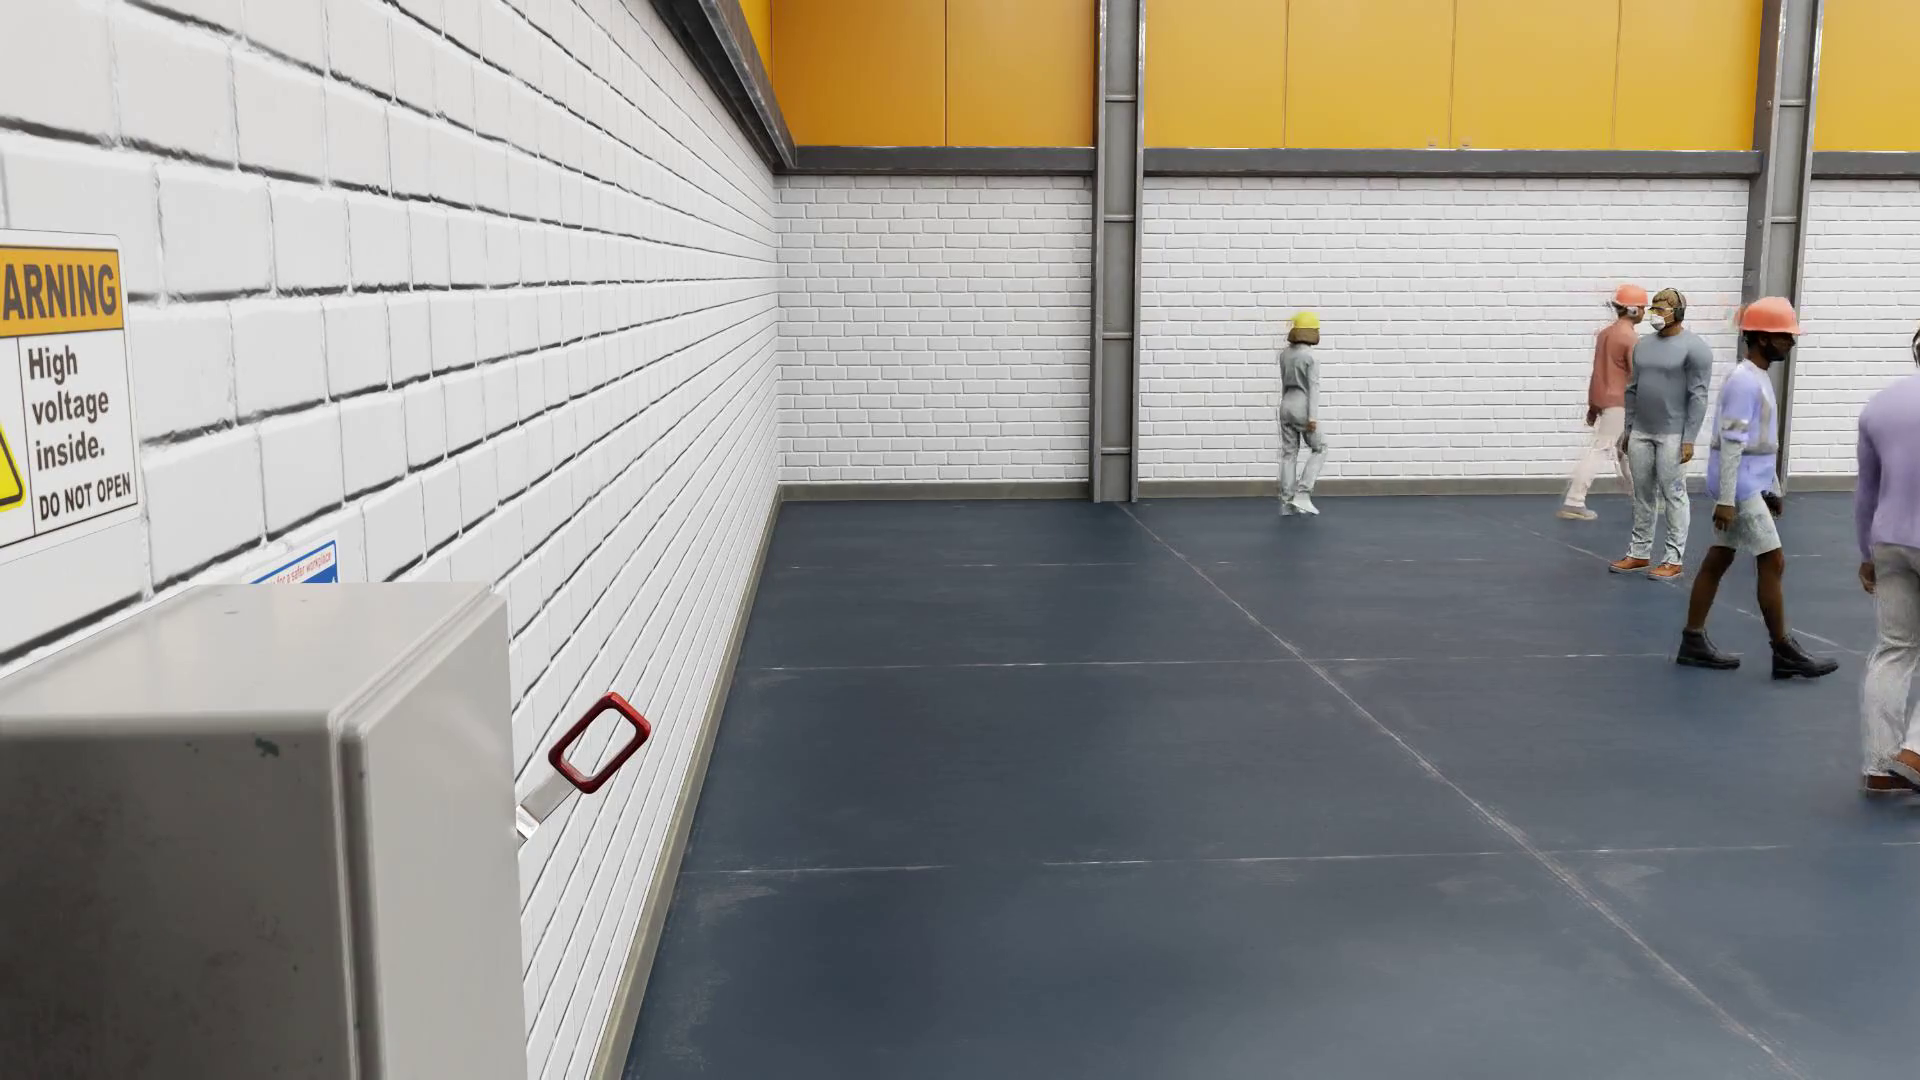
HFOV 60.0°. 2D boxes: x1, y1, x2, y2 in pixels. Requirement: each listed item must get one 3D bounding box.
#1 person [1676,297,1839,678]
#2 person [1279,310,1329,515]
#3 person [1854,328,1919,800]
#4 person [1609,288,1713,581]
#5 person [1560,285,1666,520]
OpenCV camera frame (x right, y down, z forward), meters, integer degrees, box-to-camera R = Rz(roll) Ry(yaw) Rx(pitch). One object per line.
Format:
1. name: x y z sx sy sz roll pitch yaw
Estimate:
1. person: 4.083 -0.253 8.352 0.860 1.904 0.576 5 10 28
2. person: 2.871 -1.056 13.981 0.383 1.730 0.486 -6 11 -32
3. person: 3.734 0.064 6.431 0.544 1.890 0.664 -5 10 -27
4. person: 4.679 -0.704 11.099 0.372 1.940 0.632 -4 10 -26
5. person: 5.458 -1.121 13.708 1.026 1.938 0.643 0 9 -2
